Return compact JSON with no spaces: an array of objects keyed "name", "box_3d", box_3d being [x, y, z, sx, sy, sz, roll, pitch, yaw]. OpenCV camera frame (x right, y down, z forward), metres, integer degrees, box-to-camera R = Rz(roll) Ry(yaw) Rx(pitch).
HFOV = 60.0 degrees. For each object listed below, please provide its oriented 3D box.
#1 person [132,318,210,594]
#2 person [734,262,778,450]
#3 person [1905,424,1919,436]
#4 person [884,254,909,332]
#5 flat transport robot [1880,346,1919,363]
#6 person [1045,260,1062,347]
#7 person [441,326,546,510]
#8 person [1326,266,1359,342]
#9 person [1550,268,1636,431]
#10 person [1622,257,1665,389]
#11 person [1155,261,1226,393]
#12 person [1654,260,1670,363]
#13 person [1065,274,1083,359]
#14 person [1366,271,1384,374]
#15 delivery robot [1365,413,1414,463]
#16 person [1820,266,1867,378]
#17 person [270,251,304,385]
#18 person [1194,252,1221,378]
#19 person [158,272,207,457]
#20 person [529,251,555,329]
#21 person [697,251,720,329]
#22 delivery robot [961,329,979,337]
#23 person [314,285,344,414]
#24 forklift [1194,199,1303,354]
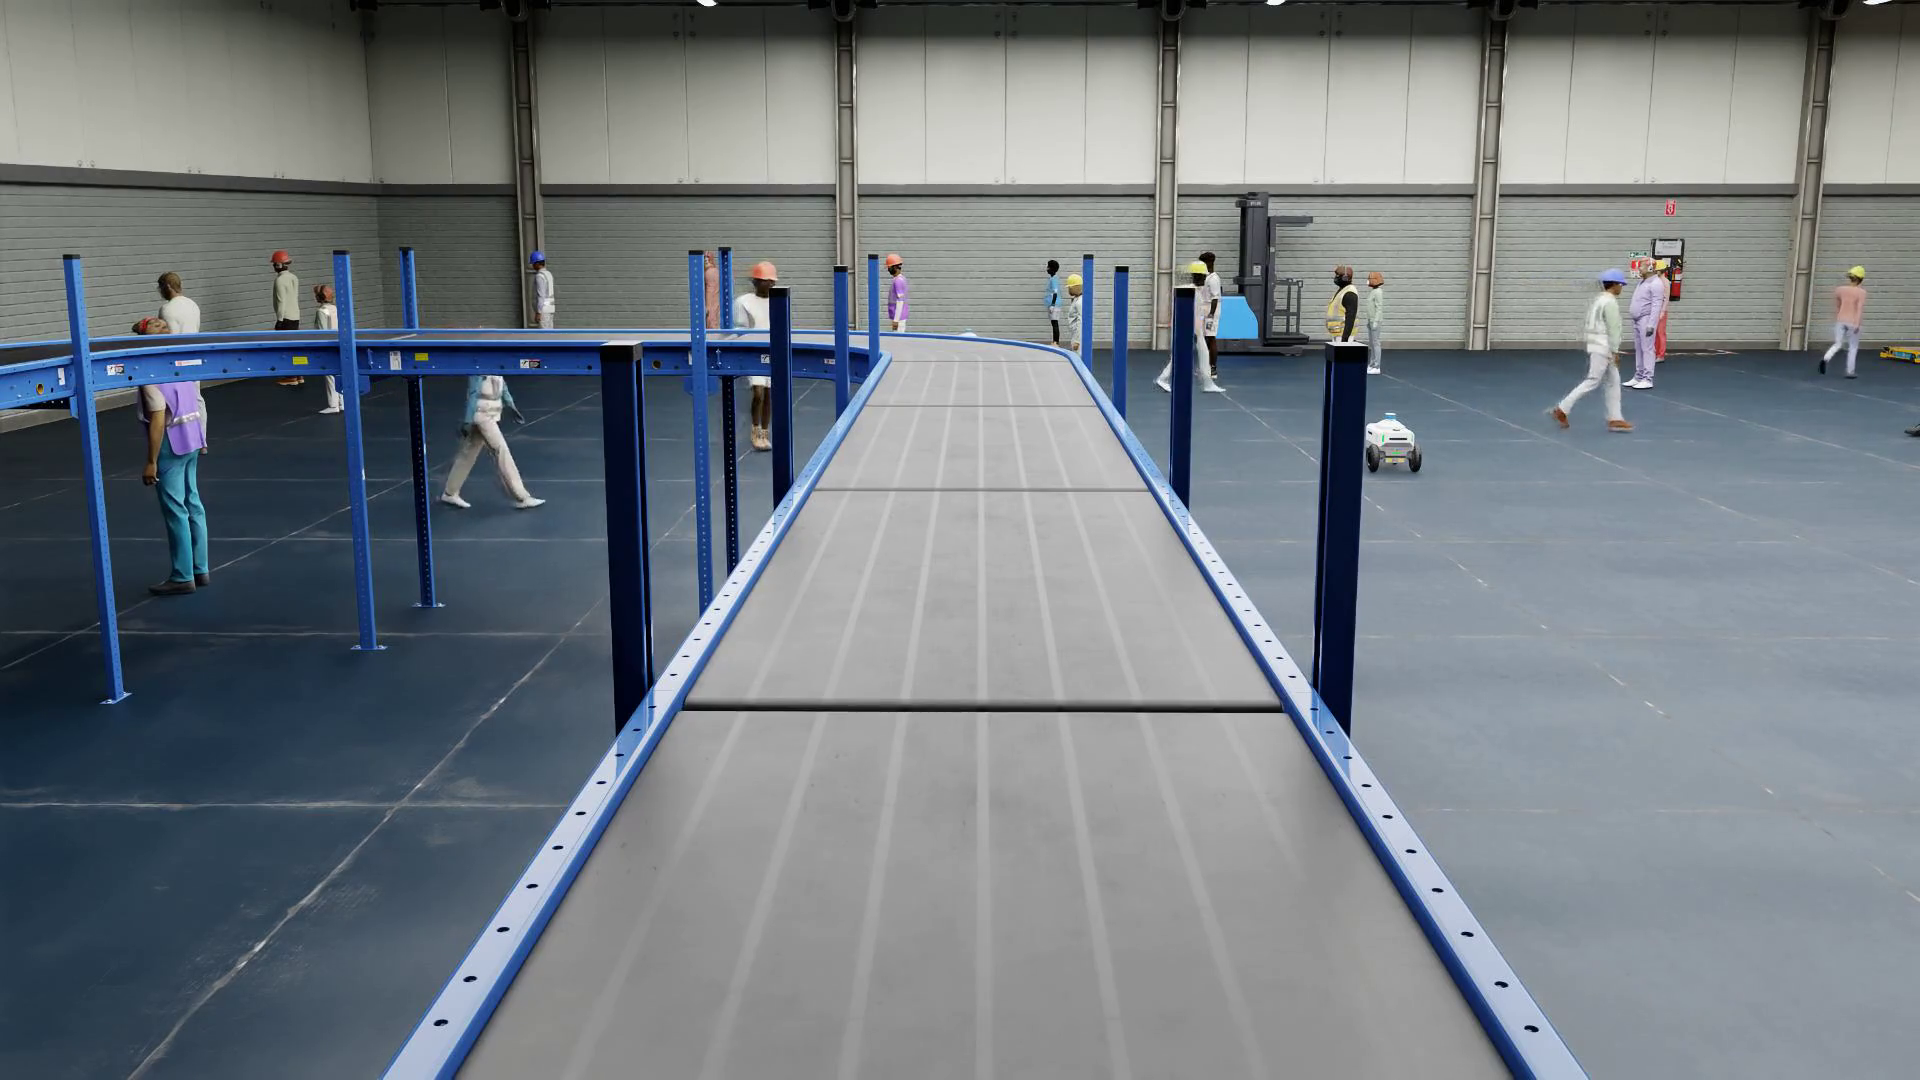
[{"name":"person","box_3d":[-5.280,-0.567,11.162,0.389,1.837,0.563,0,11,1]},{"name":"person","box_3d":[-2.089,-1.953,17.800,0.655,2.022,0.565,-6,13,-29]},{"name":"person","box_3d":[11.109,-2.122,18.924,0.373,1.928,0.543,0,11,1]},{"name":"person","box_3d":[-0.986,-3.454,25.769,0.373,1.928,0.543,0,11,1]},{"name":"flat transport robot","box_3d":[16.776,-3.238,29.036,0.652,0.197,1.431,0,11,1]},{"name":"person","box_3d":[1.741,-4.387,31.155,0.320,1.697,0.532,0,11,1]},{"name":"person","box_3d":[-4.073,-1.041,14.254,0.915,1.585,0.509,-1,11,-7]},{"name":"person","box_3d":[5.191,-2.801,22.633,0.429,1.845,0.621,0,11,1]},{"name":"person","box_3d":[7.478,-2.229,19.541,0.929,1.910,0.623,3,11,15]},{"name":"person","box_3d":[10.036,-3.182,24.418,0.407,1.910,0.639,0,11,1]},{"name":"person","box_3d":[3.285,-3.044,23.778,0.971,1.887,0.604,3,11,16]},{"name":"person","box_3d":[12.038,-3.938,28.697,0.327,1.760,0.524,0,11,1]},{"name":"person","box_3d":[1.557,-2.691,22.345,0.309,1.735,0.484,0,11,1]},{"name":"person","box_3d":[6.639,-3.493,26.720,0.279,1.634,0.499,0,11,1]},{"name":"delivery robot","box_3d":[4.319,-1.031,16.724,0.477,0.478,0.707,0,11,1]},{"name":"person","box_3d":[13.775,-3.385,25.859,0.628,1.746,0.523,-6,13,-29]},{"name":"person","box_3d":[-10.126,-3.339,25.001,0.379,1.996,0.611,0,11,1]},{"name":"person","box_3d":[3.886,-3.515,25.999,0.379,1.959,0.603,0,11,1]},{"name":"person","box_3d":[-8.170,-1.836,17.438,0.371,1.934,0.627,0,11,1]},{"name":"person","box_3d":[-6.859,-3.766,27.343,0.402,1.938,0.604,0,11,1]},{"name":"person","box_3d":[-4.381,-4.066,28.963,0.407,1.910,0.639,0,11,1]},{"name":"delivery robot","box_3d":[0.159,-3.450,29.138,0.477,0.478,0.707,-9,14,-37]},{"name":"person","box_3d":[-8.074,-2.435,21.271,0.310,1.642,0.514,0,11,1]},{"name":"forklift","box_3d":[5.313,-4.851,30.603,1.873,2.768,1.129,0,11,1]}]
